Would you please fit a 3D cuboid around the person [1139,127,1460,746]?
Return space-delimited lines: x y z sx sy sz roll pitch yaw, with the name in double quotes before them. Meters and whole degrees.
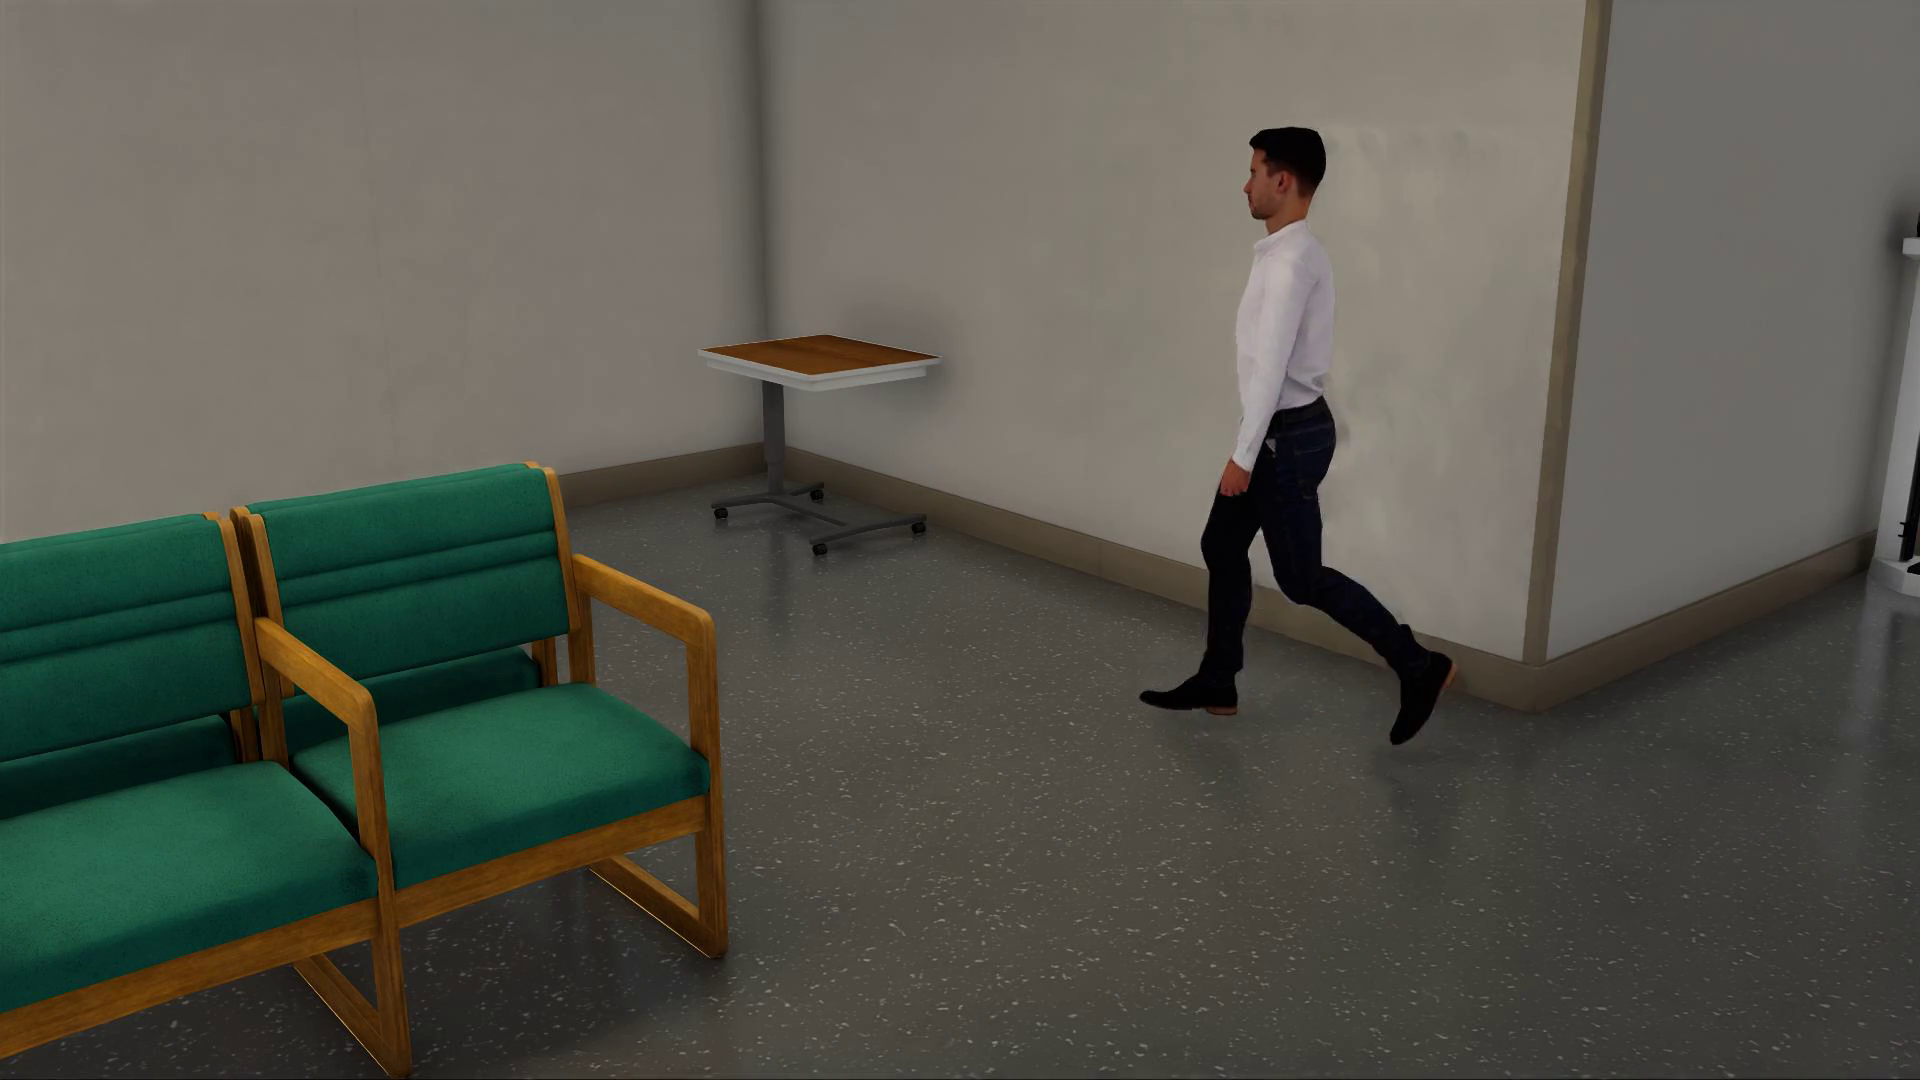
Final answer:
"person" 1.071 -0.270 4.998 1.259 1.832 1.098 3 16 12
